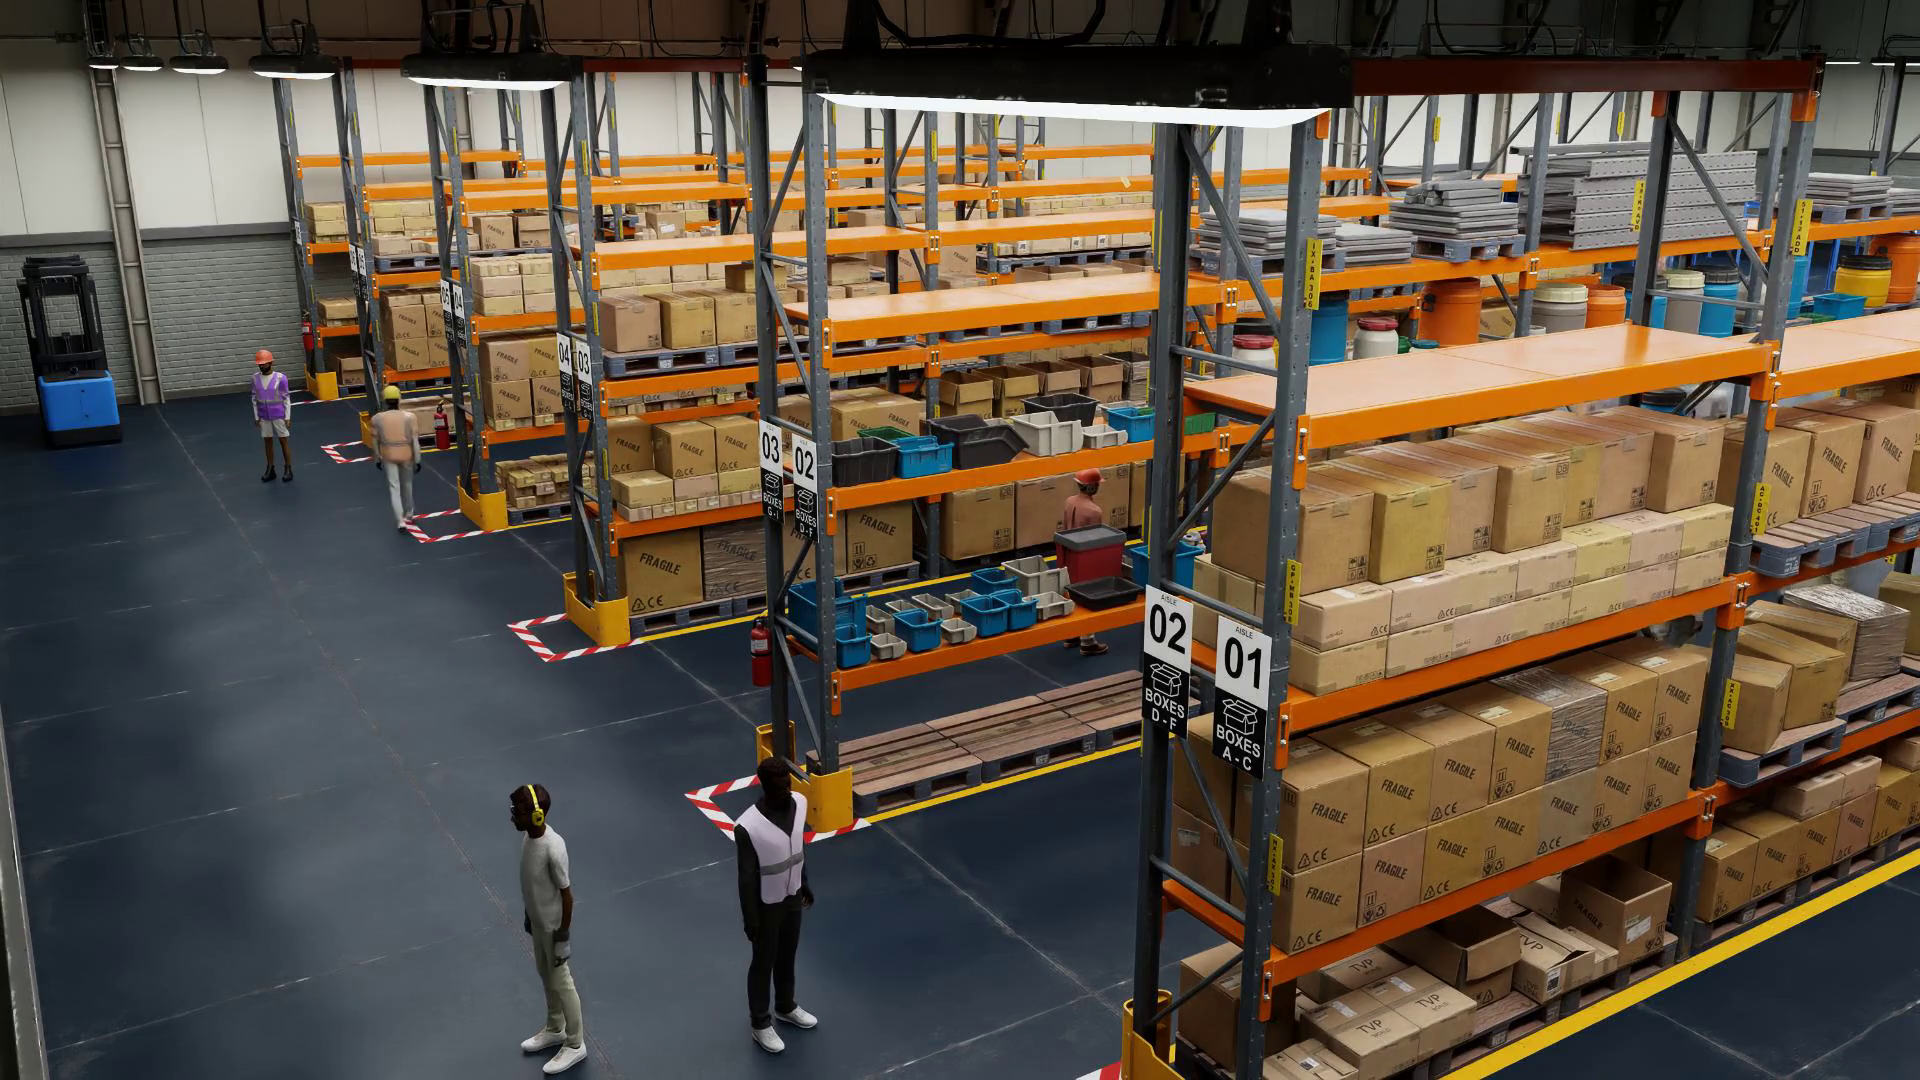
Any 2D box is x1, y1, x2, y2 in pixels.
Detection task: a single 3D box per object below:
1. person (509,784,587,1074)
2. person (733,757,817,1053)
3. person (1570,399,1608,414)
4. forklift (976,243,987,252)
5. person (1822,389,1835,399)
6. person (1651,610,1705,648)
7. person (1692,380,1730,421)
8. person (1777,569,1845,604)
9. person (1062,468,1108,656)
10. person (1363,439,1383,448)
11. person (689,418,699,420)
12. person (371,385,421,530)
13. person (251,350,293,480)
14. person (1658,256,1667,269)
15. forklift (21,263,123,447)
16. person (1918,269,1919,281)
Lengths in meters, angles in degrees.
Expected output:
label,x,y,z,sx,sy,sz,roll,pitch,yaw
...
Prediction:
label,x,y,z,sx,sy,sz,roll,pitch,yaw
person,-2.515,2.336,9.588,0.309,1.868,0.535,-13,21,-36
person,-1.154,2.228,9.857,0.376,1.917,0.600,11,20,33
person,8.956,-1.585,22.617,1.054,1.764,0.631,-11,20,-32
forklift,0.988,-5.474,34.718,1.214,2.155,2.313,-10,20,-31
person,13.182,-1.989,24.184,0.653,1.607,0.533,8,19,25
person,6.989,0.617,15.359,0.621,1.780,0.915,16,23,42
person,10.508,-1.540,22.167,0.480,1.944,0.636,-7,18,-22
person,8.068,0.598,15.105,0.690,1.967,0.638,-11,20,-32
person,1.298,0.192,16.405,0.389,1.996,0.612,-9,19,-28
person,4.934,-0.438,19.086,0.372,1.622,0.534,-8,19,-25
person,-4.411,-2.525,25.563,0.561,1.845,0.487,5,18,15
person,-7.431,-1.101,20.847,0.597,1.886,0.995,-5,18,-15
person,-10.084,-1.827,23.122,0.542,1.938,0.358,0,17,0
person,16.851,-6.440,38.400,0.983,1.866,0.670,-11,20,-33
forklift,-14.518,-3.079,25.708,1.129,2.768,1.873,-10,20,-31
person,22.409,-6.069,36.852,0.376,2.044,0.607,3,17,10
